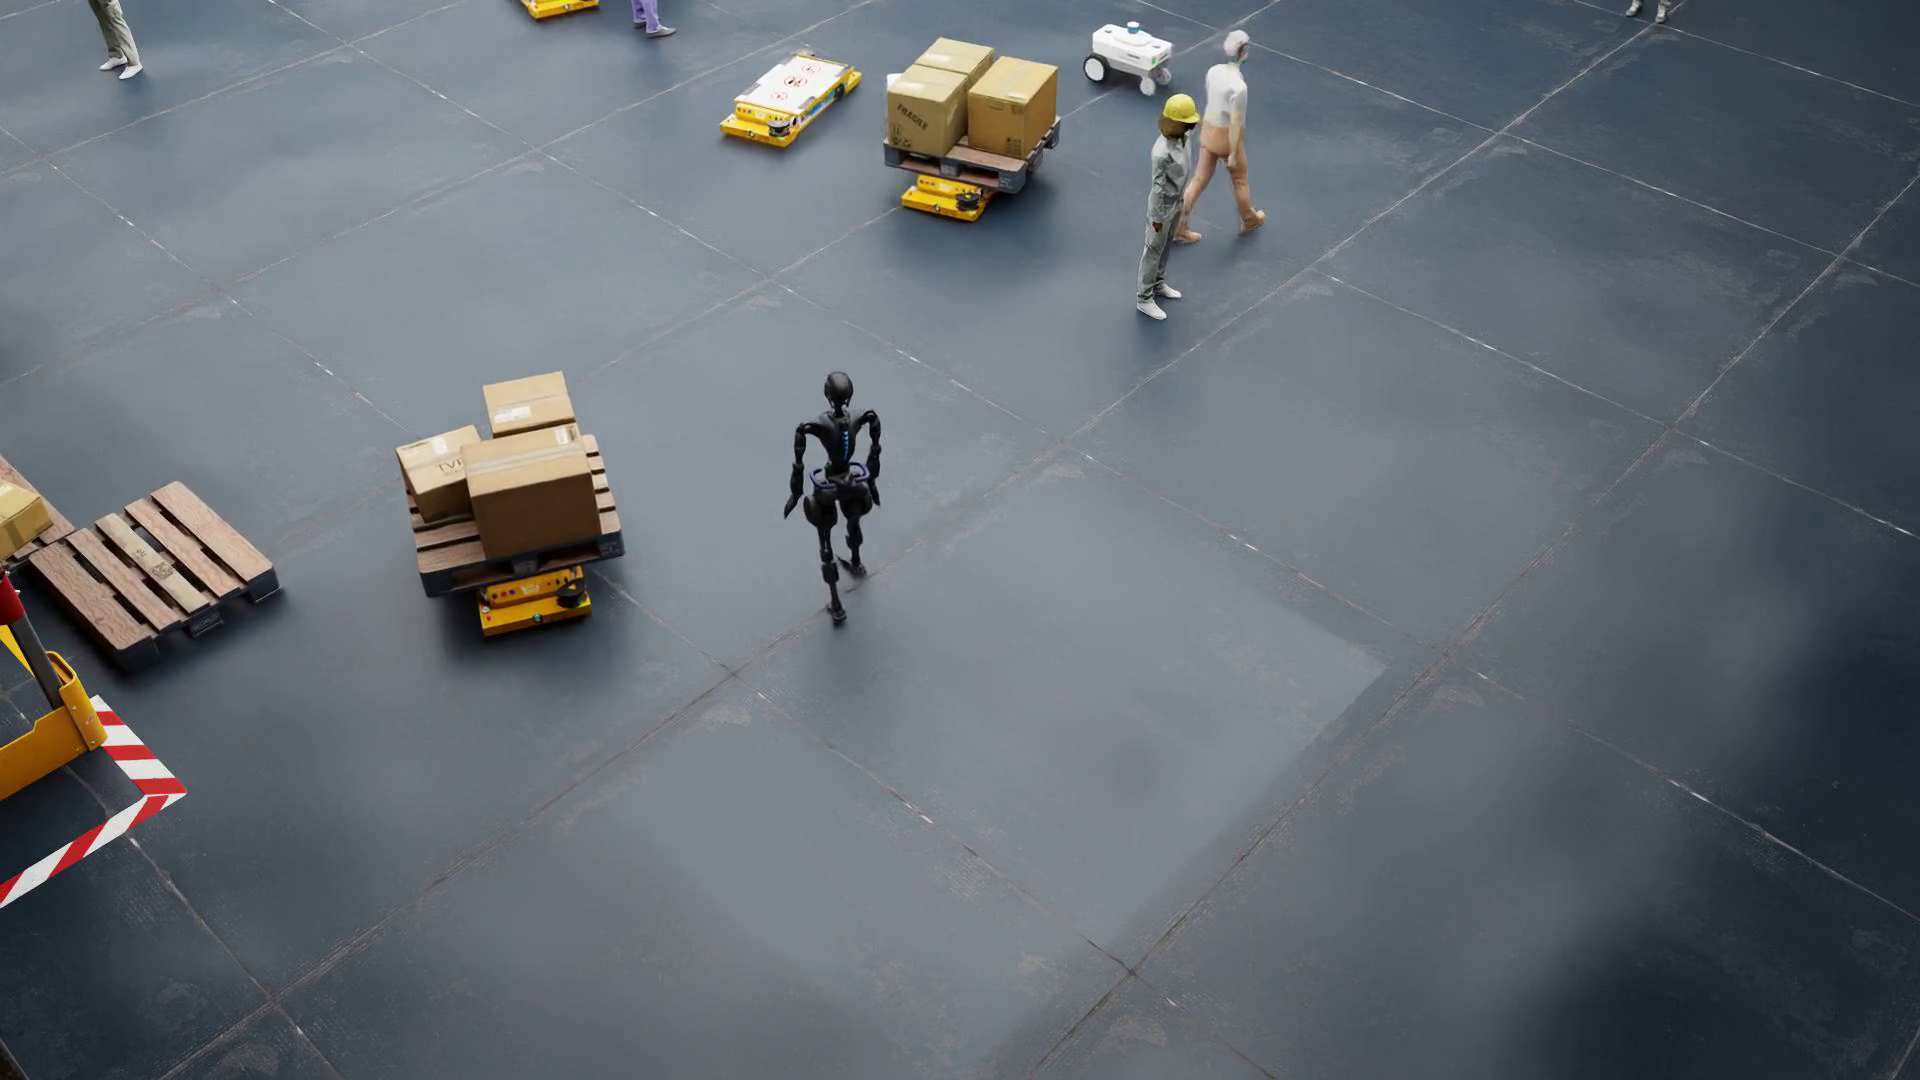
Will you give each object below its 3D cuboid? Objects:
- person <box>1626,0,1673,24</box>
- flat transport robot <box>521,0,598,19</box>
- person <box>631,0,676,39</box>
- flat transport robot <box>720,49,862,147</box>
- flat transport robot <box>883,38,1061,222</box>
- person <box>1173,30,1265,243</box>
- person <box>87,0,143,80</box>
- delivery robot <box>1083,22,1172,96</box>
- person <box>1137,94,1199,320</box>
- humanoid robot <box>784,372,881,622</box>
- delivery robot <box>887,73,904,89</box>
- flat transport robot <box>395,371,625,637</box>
[{"bbox_3d":[6.803,-5.897,15.915,0.570,1.832,0.395,19,45,20],"label":"person"},{"bbox_3d":[-4.243,-5.691,16.852,0.659,0.231,1.431,-21,46,-22],"label":"flat transport robot"},{"bbox_3d":[-3.013,-5.642,15.626,0.378,1.835,0.564,-27,48,-27],"label":"person"},{"bbox_3d":[-1.508,-3.985,14.955,0.659,0.231,1.431,18,45,19],"label":"flat transport robot"},{"bbox_3d":[0.097,-3.165,14.043,0.659,0.231,1.431,16,44,17],"label":"flat transport robot"},{"bbox_3d":[2.036,-3.111,12.921,0.879,1.695,0.489,-23,47,-23],"label":"person"},{"bbox_3d":[-7.827,-5.001,15.058,0.513,1.638,0.310,28,49,28],"label":"person"},{"bbox_3d":[1.571,-4.455,15.253,0.757,0.580,0.499,27,48,26],"label":"delivery robot"},{"bbox_3d":[1.532,-2.450,12.147,0.315,1.742,0.491,19,45,20],"label":"person"},{"bbox_3d":[-0.756,-0.304,9.831,0.614,1.645,0.607,-16,44,-17],"label":"humanoid robot"},{"bbox_3d":[-0.255,-3.922,14.686,0.815,0.614,0.499,-7,42,-7],"label":"delivery robot"},{"bbox_3d":[-2.783,0.008,10.517,0.659,0.231,1.431,-13,44,-14],"label":"flat transport robot"}]
